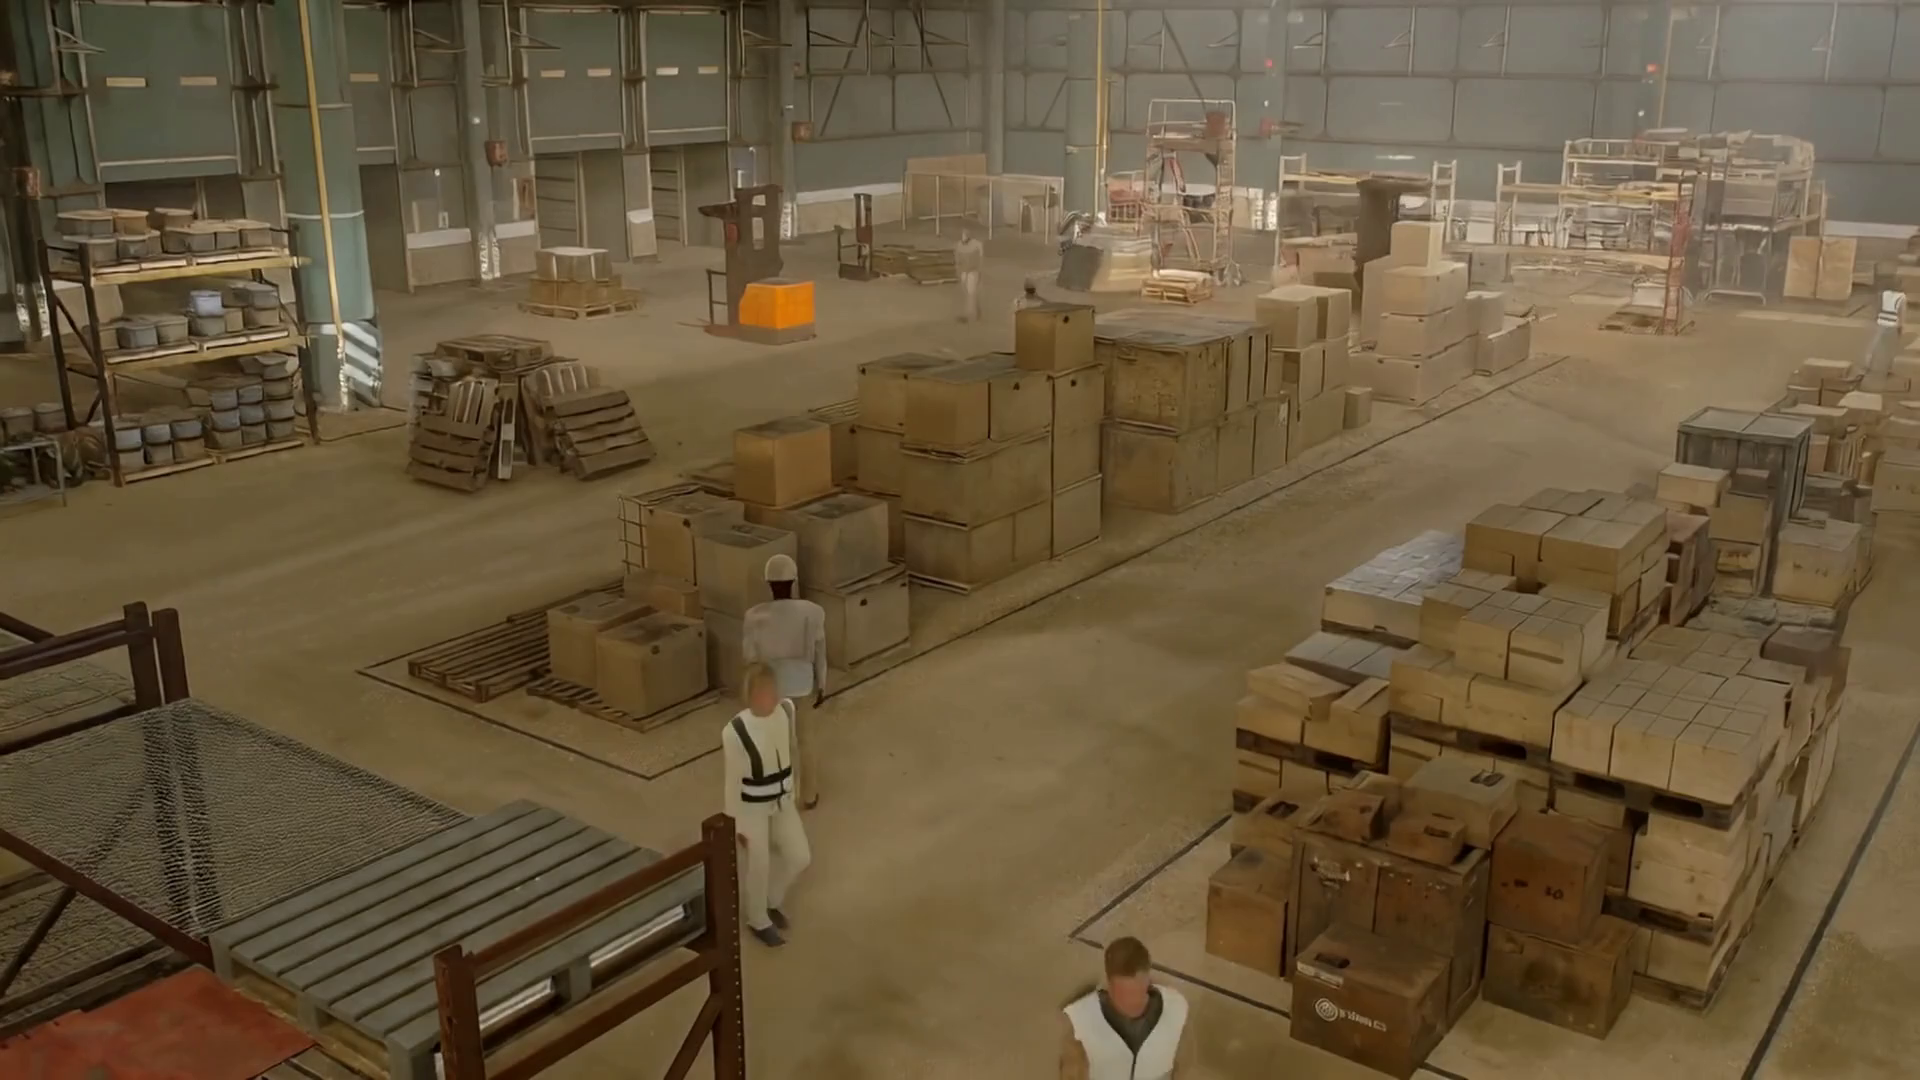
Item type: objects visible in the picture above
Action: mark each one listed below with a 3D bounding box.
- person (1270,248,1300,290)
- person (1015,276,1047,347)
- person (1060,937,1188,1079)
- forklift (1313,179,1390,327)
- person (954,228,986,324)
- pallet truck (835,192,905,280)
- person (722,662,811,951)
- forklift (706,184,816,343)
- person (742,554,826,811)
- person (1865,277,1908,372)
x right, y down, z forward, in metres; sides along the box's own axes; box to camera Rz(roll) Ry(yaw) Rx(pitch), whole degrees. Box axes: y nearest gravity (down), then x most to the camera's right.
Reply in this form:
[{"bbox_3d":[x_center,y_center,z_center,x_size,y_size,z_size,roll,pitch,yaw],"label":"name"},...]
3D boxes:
[{"bbox_3d":[5.780,-4.224,29.436,0.924,1.911,0.642,-13,21,-38],"label":"person"},{"bbox_3d":[1.135,-3.194,26.017,0.547,1.917,0.809,7,18,21],"label":"person"},{"bbox_3d":[0.694,2.503,7.243,0.588,1.864,0.959,-4,17,-12],"label":"person"},{"bbox_3d":[7.891,-5.534,32.099,1.873,2.768,1.129,10,19,29],"label":"forklift"},{"bbox_3d":[0.179,-5.217,32.797,0.629,1.864,1.093,11,20,32],"label":"person"},{"bbox_3d":[-1.936,-7.159,38.982,1.885,1.965,0.823,-12,21,-34],"label":"pallet truck"},{"bbox_3d":[-1.166,1.624,10.119,0.419,1.868,0.610,13,21,37],"label":"person"},{"bbox_3d":[-3.717,-5.181,30.929,1.873,2.768,1.129,12,21,35],"label":"forklift"},{"bbox_3d":[-1.262,1.034,12.011,0.597,1.913,0.428,-4,17,-14],"label":"person"},{"bbox_3d":[15.611,-3.621,27.955,0.862,1.597,0.528,-9,19,-28],"label":"person"}]
